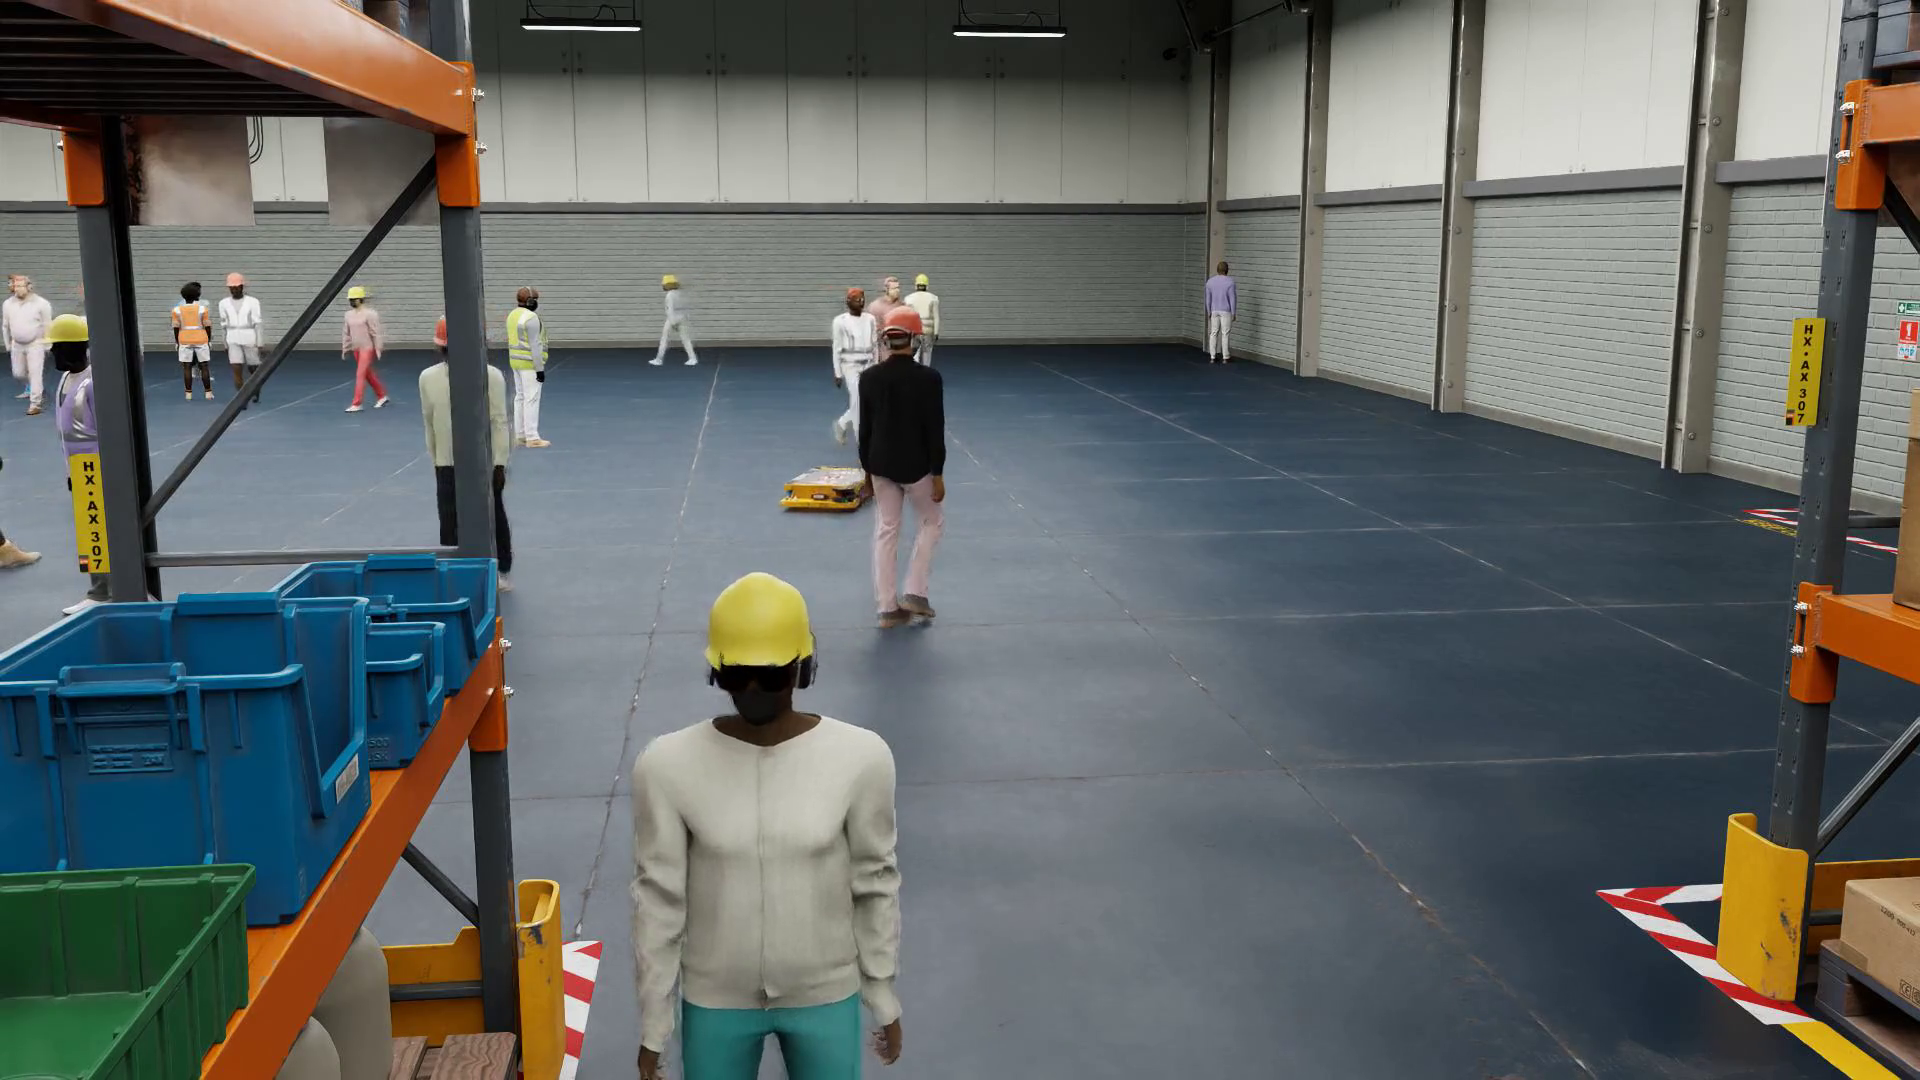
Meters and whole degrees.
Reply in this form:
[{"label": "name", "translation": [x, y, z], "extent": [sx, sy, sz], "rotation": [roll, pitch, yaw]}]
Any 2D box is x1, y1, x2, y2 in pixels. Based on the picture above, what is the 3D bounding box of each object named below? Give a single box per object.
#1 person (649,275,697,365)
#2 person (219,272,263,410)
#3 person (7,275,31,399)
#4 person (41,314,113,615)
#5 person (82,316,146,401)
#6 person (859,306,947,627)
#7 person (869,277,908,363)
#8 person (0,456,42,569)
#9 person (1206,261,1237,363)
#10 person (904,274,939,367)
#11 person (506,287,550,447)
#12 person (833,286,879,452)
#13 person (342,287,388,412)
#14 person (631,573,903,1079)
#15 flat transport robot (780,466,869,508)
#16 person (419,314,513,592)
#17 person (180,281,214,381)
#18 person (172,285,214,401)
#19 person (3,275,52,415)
[{"label": "person", "translation": [-5.386, -4.126, 31.264], "extent": [0.935, 1.685, 0.481], "rotation": [3, 11, 16]}, {"label": "person", "translation": [-10.074, -2.800, 23.365], "extent": [0.558, 1.922, 0.741], "rotation": [-2, 11, -12]}, {"label": "person", "translation": [-13.970, -3.036, 24.853], "extent": [0.380, 1.843, 0.570], "rotation": [-3, 11, -15]}, {"label": "person", "translation": [-5.473, -0.448, 10.439], "extent": [0.589, 1.928, 0.386], "rotation": [9, 14, 42]}, {"label": "person", "translation": [-8.121, -1.497, 15.922], "extent": [0.764, 2.027, 0.625], "rotation": [10, 14, 44]}, {"label": "person", "translation": [-0.345, -0.450, 10.306], "extent": [0.641, 1.974, 0.533], "rotation": [6, 12, 29]}, {"label": "person", "translation": [-0.918, -2.480, 21.682], "extent": [0.649, 1.890, 0.564], "rotation": [-9, 13, -39]}, {"label": "person", "translation": [-7.057, -0.708, 11.680], "extent": [0.619, 1.999, 1.056], "rotation": [5, 12, 26]}, {"label": "person", "translation": [4.991, -4.338, 31.736], "extent": [0.628, 1.940, 0.373], "rotation": [8, 13, 36]}, {"label": "person", "translation": [-0.641, -3.468, 27.344], "extent": [0.599, 1.806, 0.842], "rotation": [0, 10, 3]}, {"label": "person", "translation": [-4.952, -1.982, 19.130], "extent": [0.430, 1.838, 0.631], "rotation": [-8, 13, -38]}, {"label": "person", "translation": [-1.197, -1.914, 18.661], "extent": [0.587, 1.862, 0.741], "rotation": [-9, 14, -42]}, {"label": "person", "translation": [-8.294, -2.666, 23.162], "extent": [0.540, 1.729, 0.892], "rotation": [5, 11, 26]}, {"label": "person", "translation": [-0.383, 0.931, 3.360], "extent": [0.545, 1.763, 0.332], "rotation": [-1, 10, -6]}, {"label": "flat transport robot", "translation": [-1.146, -0.490, 15.214], "extent": [0.652, 0.197, 1.431], "rotation": [2, 10, 9]}, {"label": "person", "translation": [-3.204, -0.533, 10.927], "extent": [0.620, 1.936, 1.053], "rotation": [1, 10, 3]}, {"label": "person", "translation": [-12.838, -3.509, 27.933], "extent": [0.758, 1.673, 0.537], "rotation": [6, 12, 29]}, {"label": "person", "translation": [-11.296, -2.899, 24.503], "extent": [0.531, 1.698, 0.320], "rotation": [-4, 11, -20]}, {"label": "person", "translation": [-12.691, -2.664, 22.693], "extent": [0.651, 1.887, 0.650], "rotation": [0, 10, -2]}]
